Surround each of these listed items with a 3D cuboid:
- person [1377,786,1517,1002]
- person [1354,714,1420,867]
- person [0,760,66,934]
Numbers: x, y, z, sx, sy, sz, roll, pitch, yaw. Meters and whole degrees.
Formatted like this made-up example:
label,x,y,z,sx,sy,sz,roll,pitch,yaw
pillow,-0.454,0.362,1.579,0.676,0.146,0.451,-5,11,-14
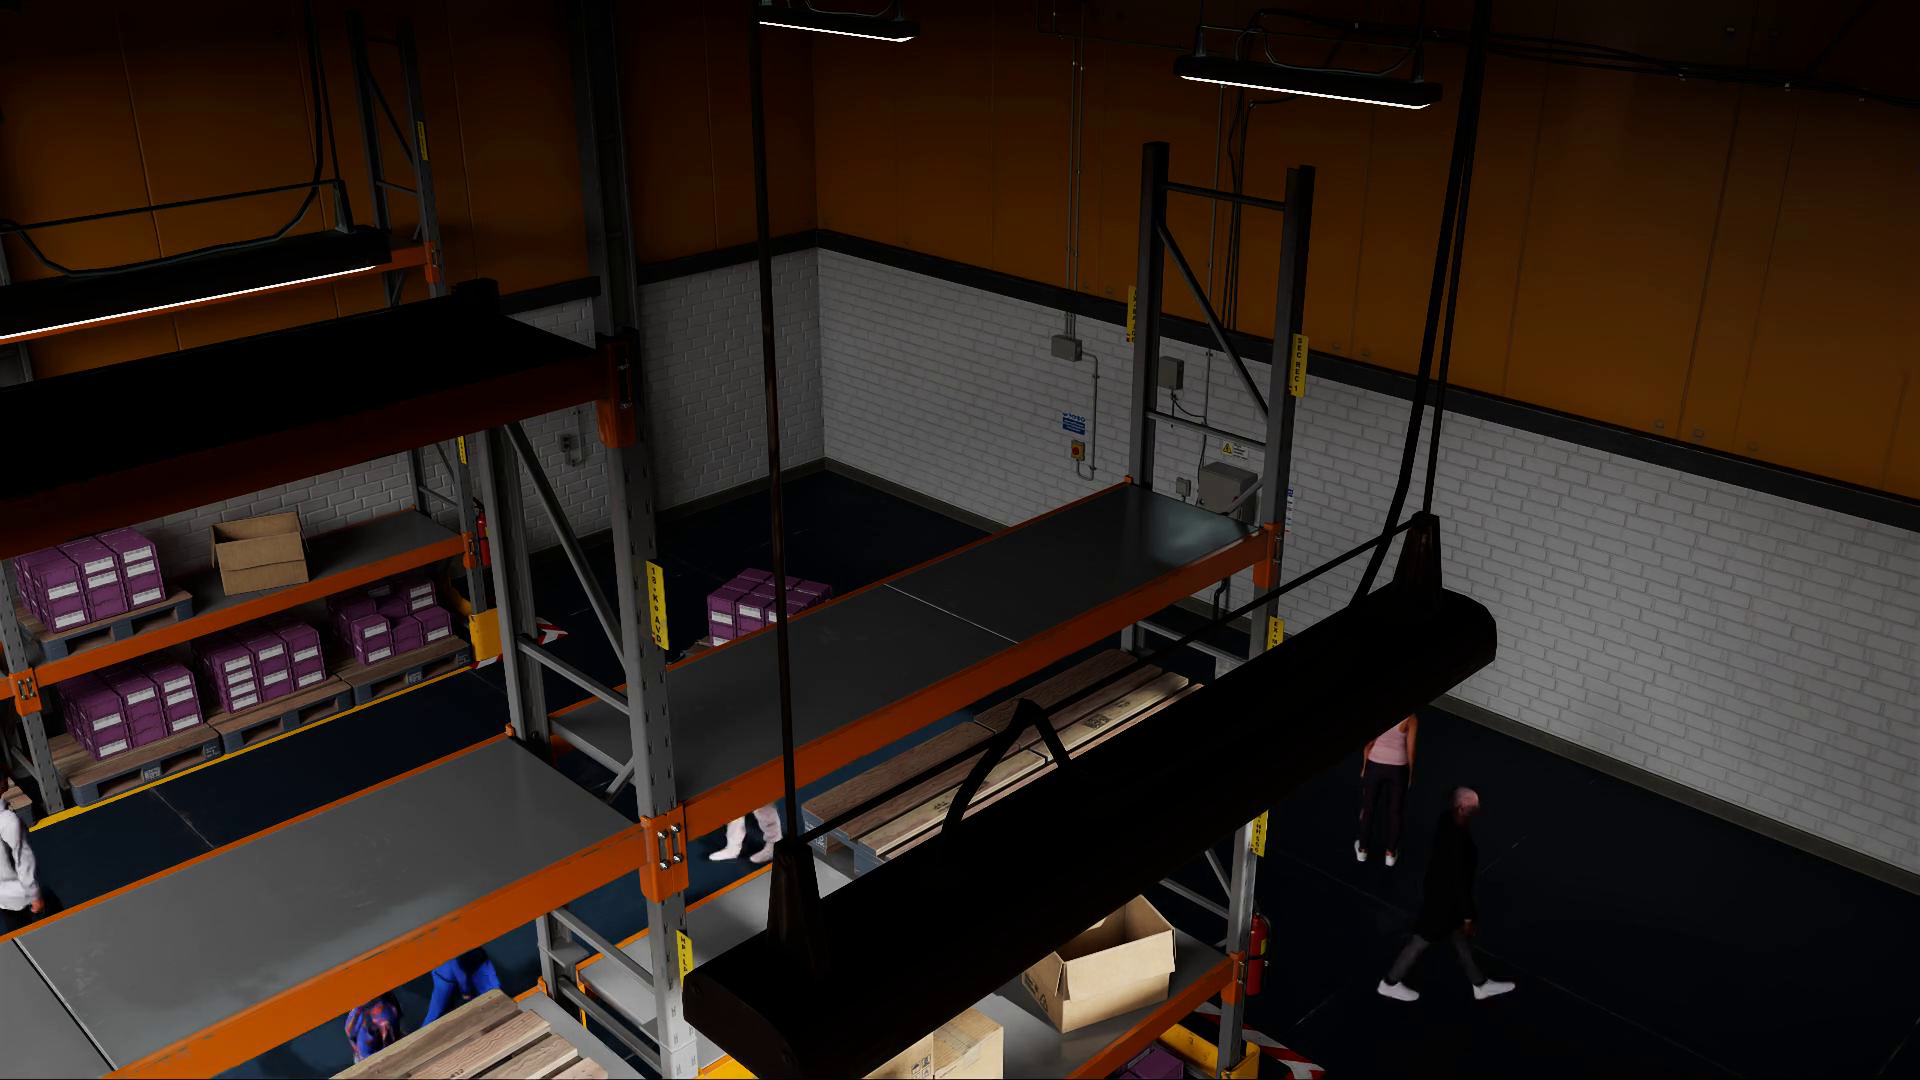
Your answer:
label,x,y,z,sx,sy,sz,roll,pitch,yaw
person,3.173,2.436,11.236,1.140,1.712,1.187,4,24,9
person,3.303,1.772,12.842,0.647,1.643,0.673,6,24,14
person,-6.392,2.377,11.117,0.785,1.916,0.772,11,26,24
